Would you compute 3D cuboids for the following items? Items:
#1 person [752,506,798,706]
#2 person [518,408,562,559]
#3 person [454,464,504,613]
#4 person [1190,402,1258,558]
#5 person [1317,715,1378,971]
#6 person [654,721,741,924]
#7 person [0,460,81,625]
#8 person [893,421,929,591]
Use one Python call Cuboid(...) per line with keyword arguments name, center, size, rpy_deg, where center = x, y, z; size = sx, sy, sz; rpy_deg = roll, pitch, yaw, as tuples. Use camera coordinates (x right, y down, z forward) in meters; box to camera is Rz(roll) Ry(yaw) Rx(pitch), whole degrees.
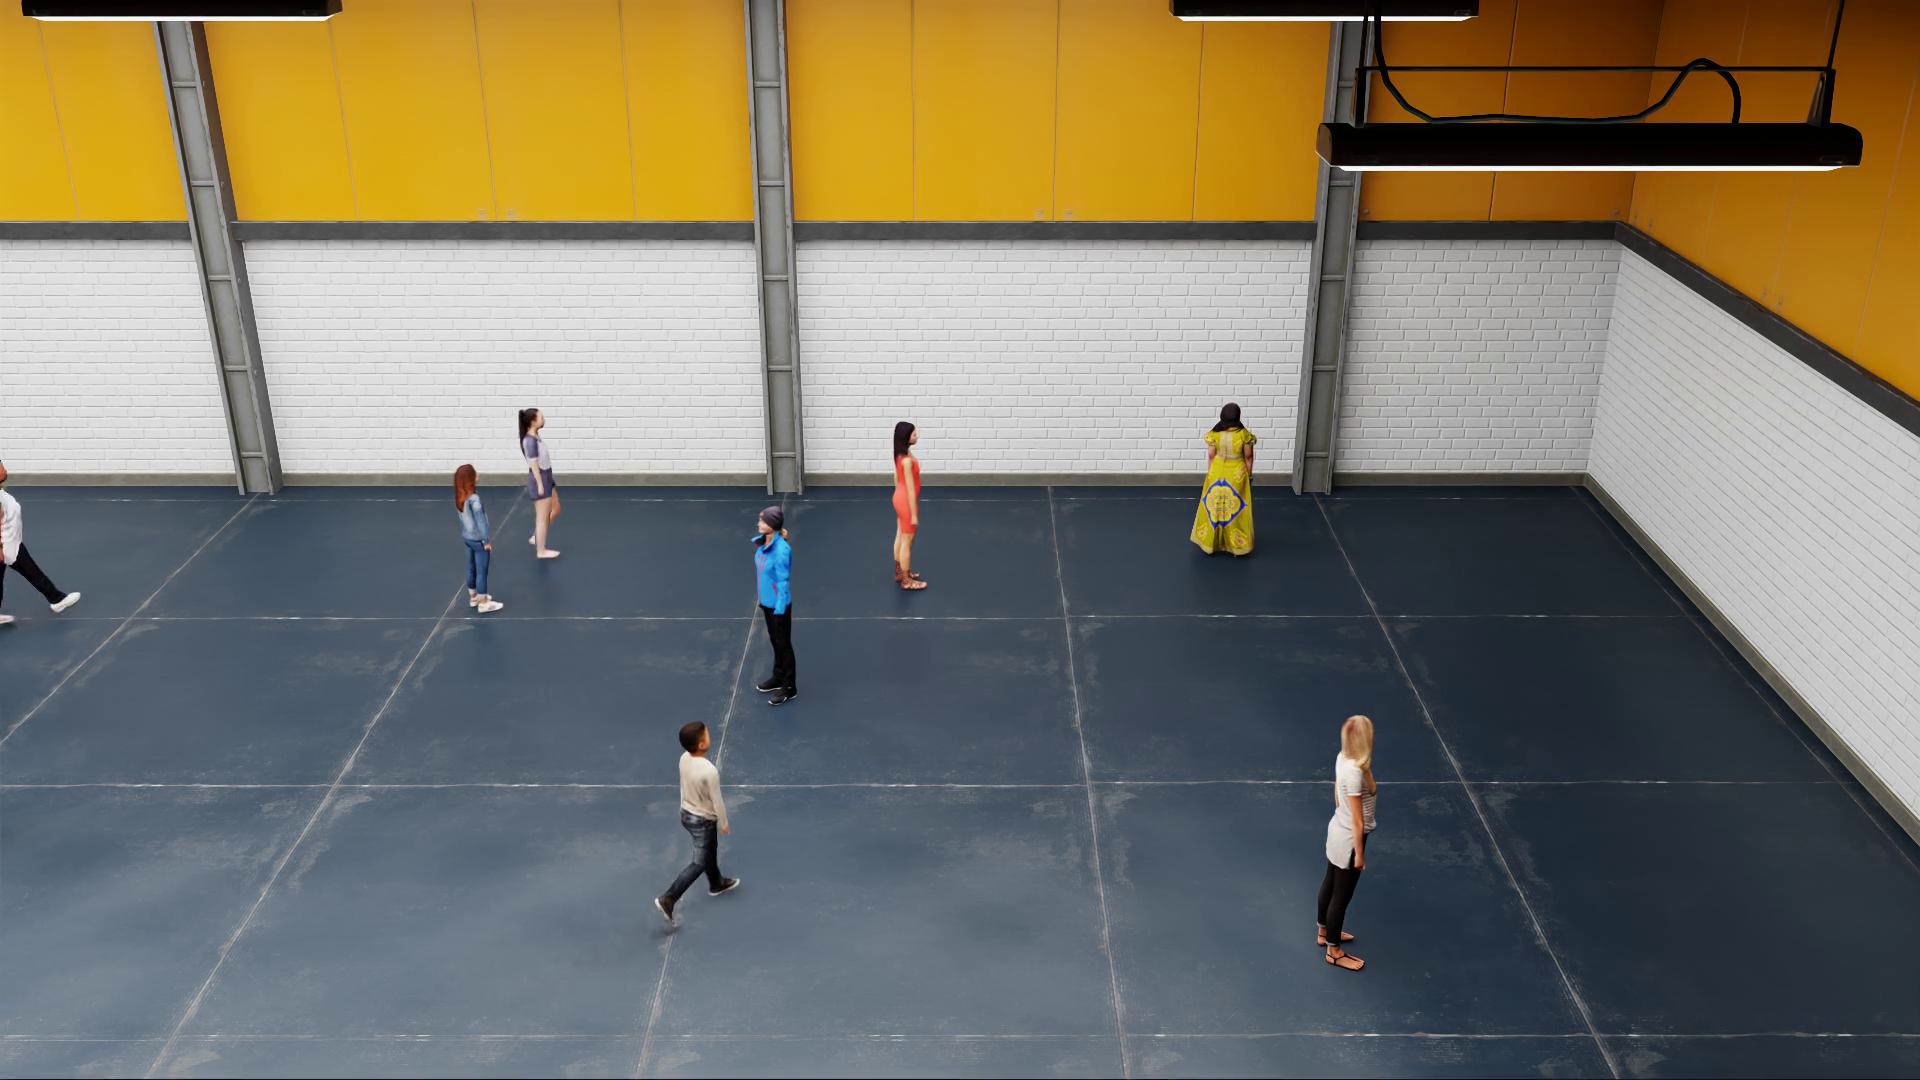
Cuboid(name="person", center=(-1.567, 0.542, 14.210), size=(0.676, 1.795, 0.690), rpy_deg=(-12, 26, -25))
Cuboid(name="person", center=(-4.365, -0.568, 16.945), size=(0.632, 1.639, 0.657), rpy_deg=(-4, 24, -9))
Cuboid(name="person", center=(-4.644, -0.028, 15.913), size=(0.684, 1.475, 0.638), rpy_deg=(-19, 30, -37))
Cuboid(name="person", center=(2.753, -0.627, 17.053), size=(0.839, 1.660, 1.004), rpy_deg=(7, 25, 15))
Cuboid(name="person", center=(2.534, 1.960, 10.926), size=(0.517, 1.827, 0.593), rpy_deg=(-1, 24, -1))
Cuboid(name="person", center=(-1.848, 1.953, 11.430), size=(1.018, 1.437, 0.940), rpy_deg=(-21, 31, -39))
Cuboid(name="person", center=(-8.997, 0.050, 15.523), size=(1.169, 1.645, 1.092), rpy_deg=(-20, 31, -39))
Cuboid(name="person", center=(-0.527, -0.347, 16.341), size=(0.606, 1.718, 0.636), rpy_deg=(-7, 25, -15))
